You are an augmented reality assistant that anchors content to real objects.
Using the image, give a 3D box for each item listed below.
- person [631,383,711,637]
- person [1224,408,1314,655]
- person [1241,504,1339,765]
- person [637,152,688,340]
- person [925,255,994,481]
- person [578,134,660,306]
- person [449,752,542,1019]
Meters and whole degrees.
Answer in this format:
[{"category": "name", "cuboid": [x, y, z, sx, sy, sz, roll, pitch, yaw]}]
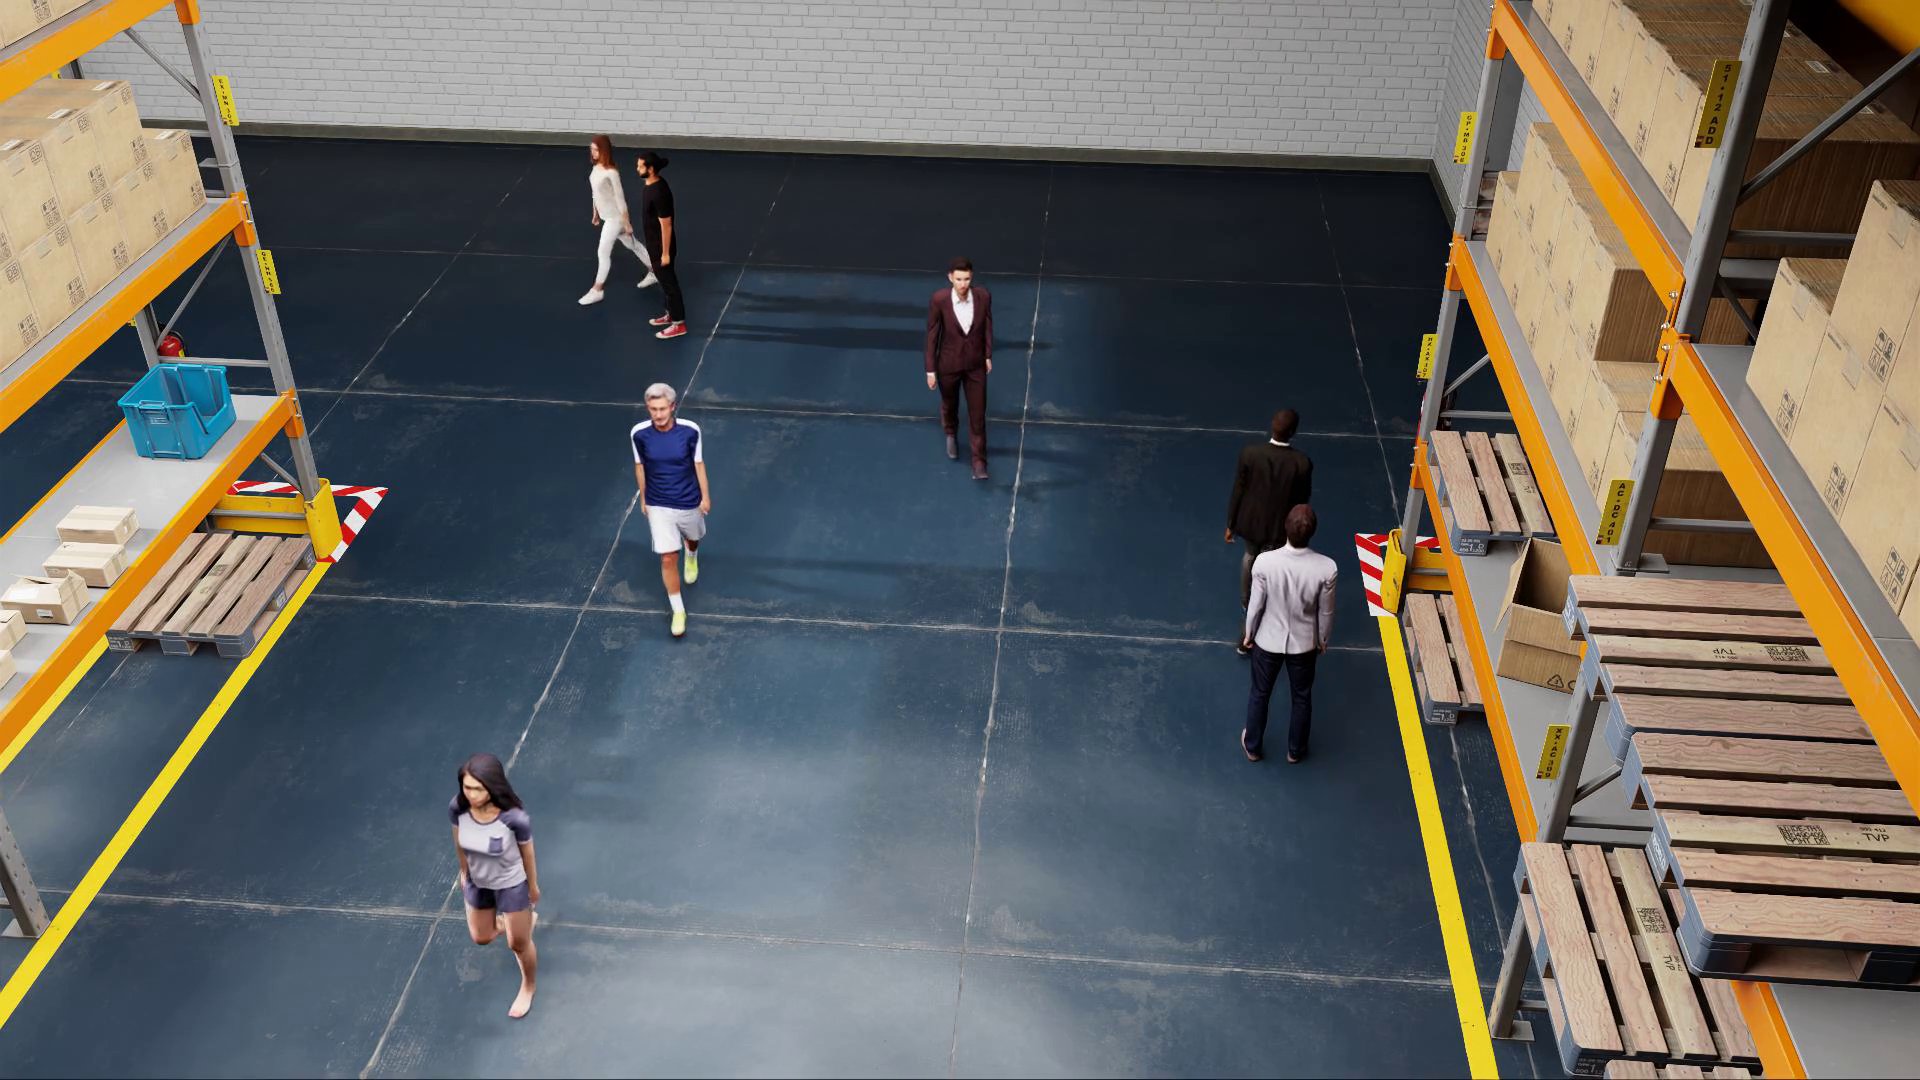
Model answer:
[{"category": "person", "cuboid": [-1.975, -0.311, 11.545, 0.829, 1.802, 1.217, -5, 34, -7]}, {"category": "person", "cuboid": [2.043, -0.013, 11.133, 0.863, 1.762, 1.105, 12, 36, 18]}, {"category": "person", "cuboid": [1.993, 0.587, 10.147, 0.674, 1.853, 0.571, 4, 34, 6]}, {"category": "person", "cuboid": [-2.724, -2.708, 15.193, 0.764, 1.756, 0.622, -12, 35, -17]}, {"category": "person", "cuboid": [-0.012, -1.423, 13.204, 0.918, 1.818, 1.261, -5, 34, -8]}, {"category": "person", "cuboid": [-3.209, -3.076, 15.834, 1.045, 1.659, 1.140, -14, 36, -20]}, {"category": "person", "cuboid": [-2.342, 1.703, 8.612, 0.686, 1.694, 0.791, 8, 34, 12]}]
